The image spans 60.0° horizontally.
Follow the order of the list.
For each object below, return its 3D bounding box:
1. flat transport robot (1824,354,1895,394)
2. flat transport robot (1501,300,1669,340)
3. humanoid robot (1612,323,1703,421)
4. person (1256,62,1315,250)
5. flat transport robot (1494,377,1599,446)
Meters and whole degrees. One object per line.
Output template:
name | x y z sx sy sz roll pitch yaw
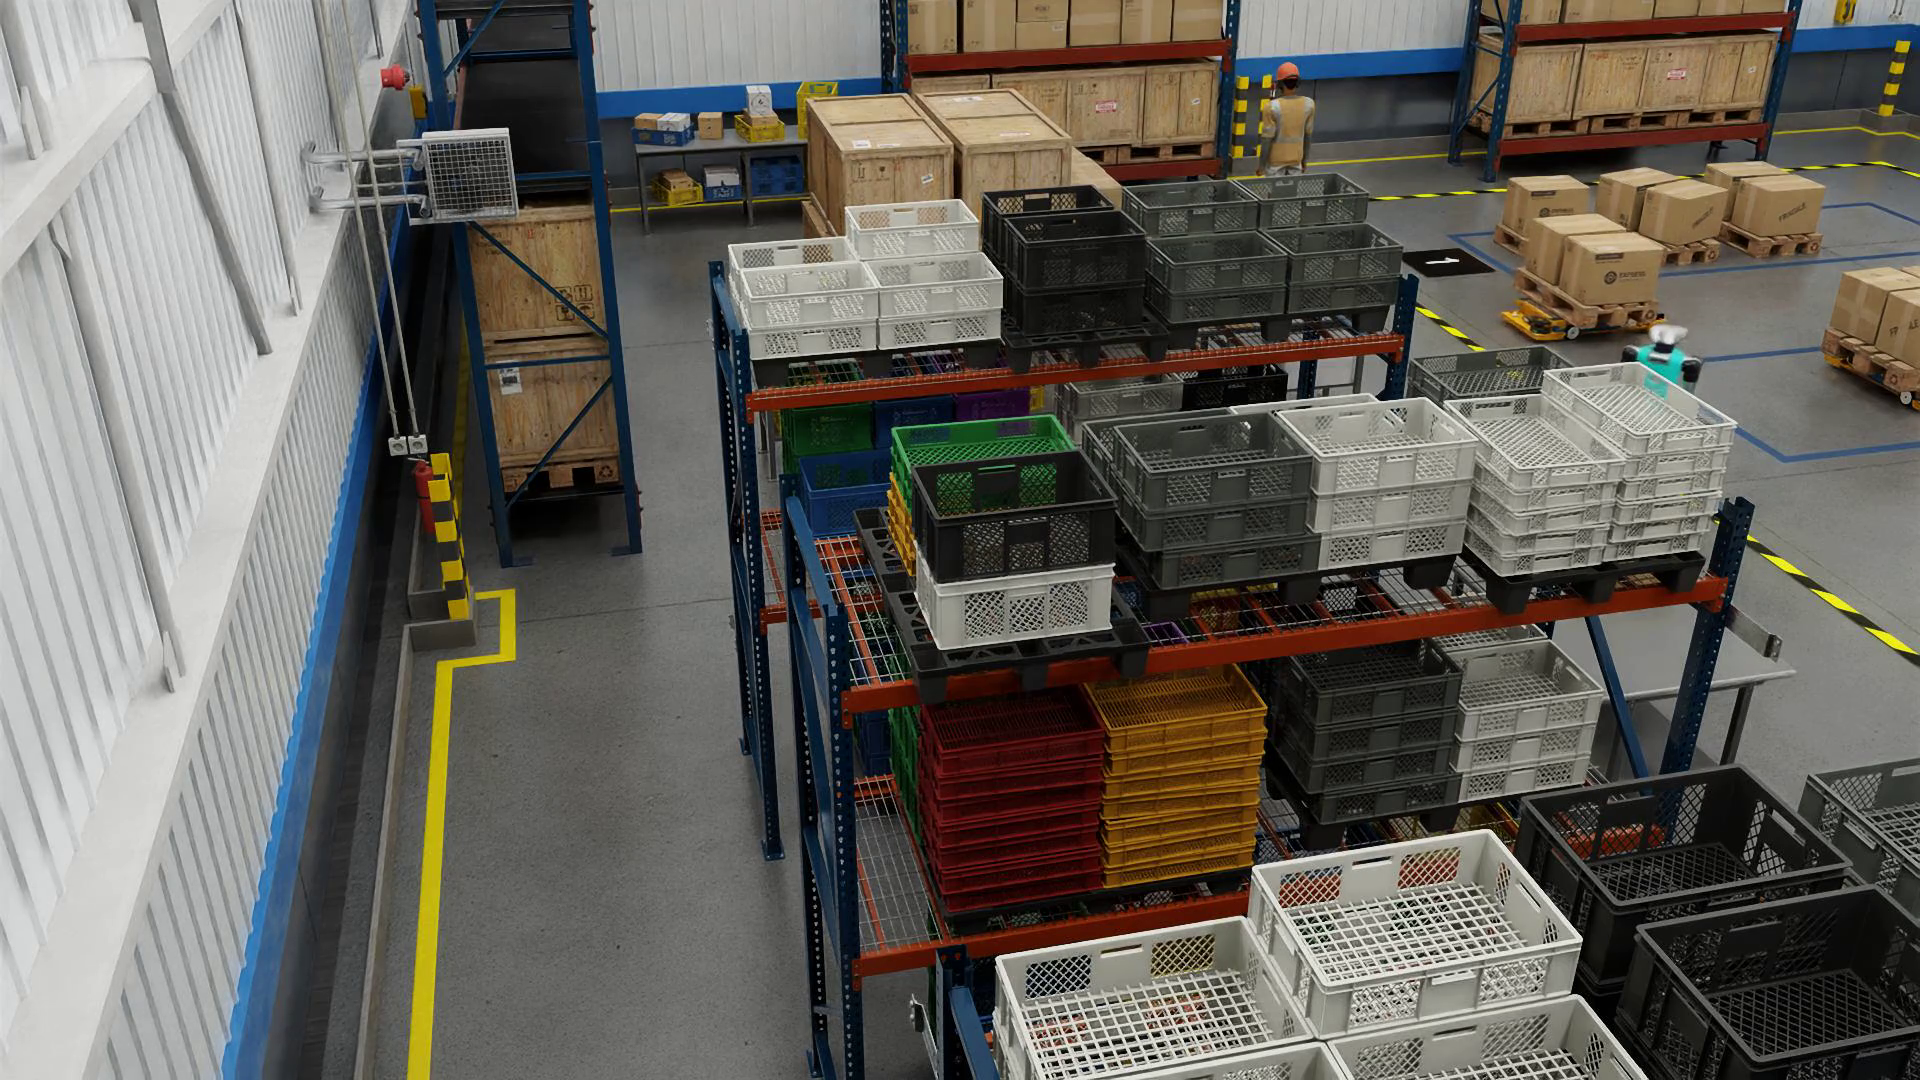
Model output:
flat transport robot | 8.473 -1.467 14.800 0.652 0.197 1.431 -6 28 -12
flat transport robot | 6.087 -2.199 16.188 1.431 0.197 0.652 -6 28 -12
humanoid robot | 5.036 -0.812 12.060 0.532 1.778 1.002 17 32 29
person | 3.486 -4.117 17.968 0.605 2.034 0.388 -8 29 -15
flat transport robot | 4.780 -1.036 14.013 0.659 0.231 1.431 -6 28 -12
